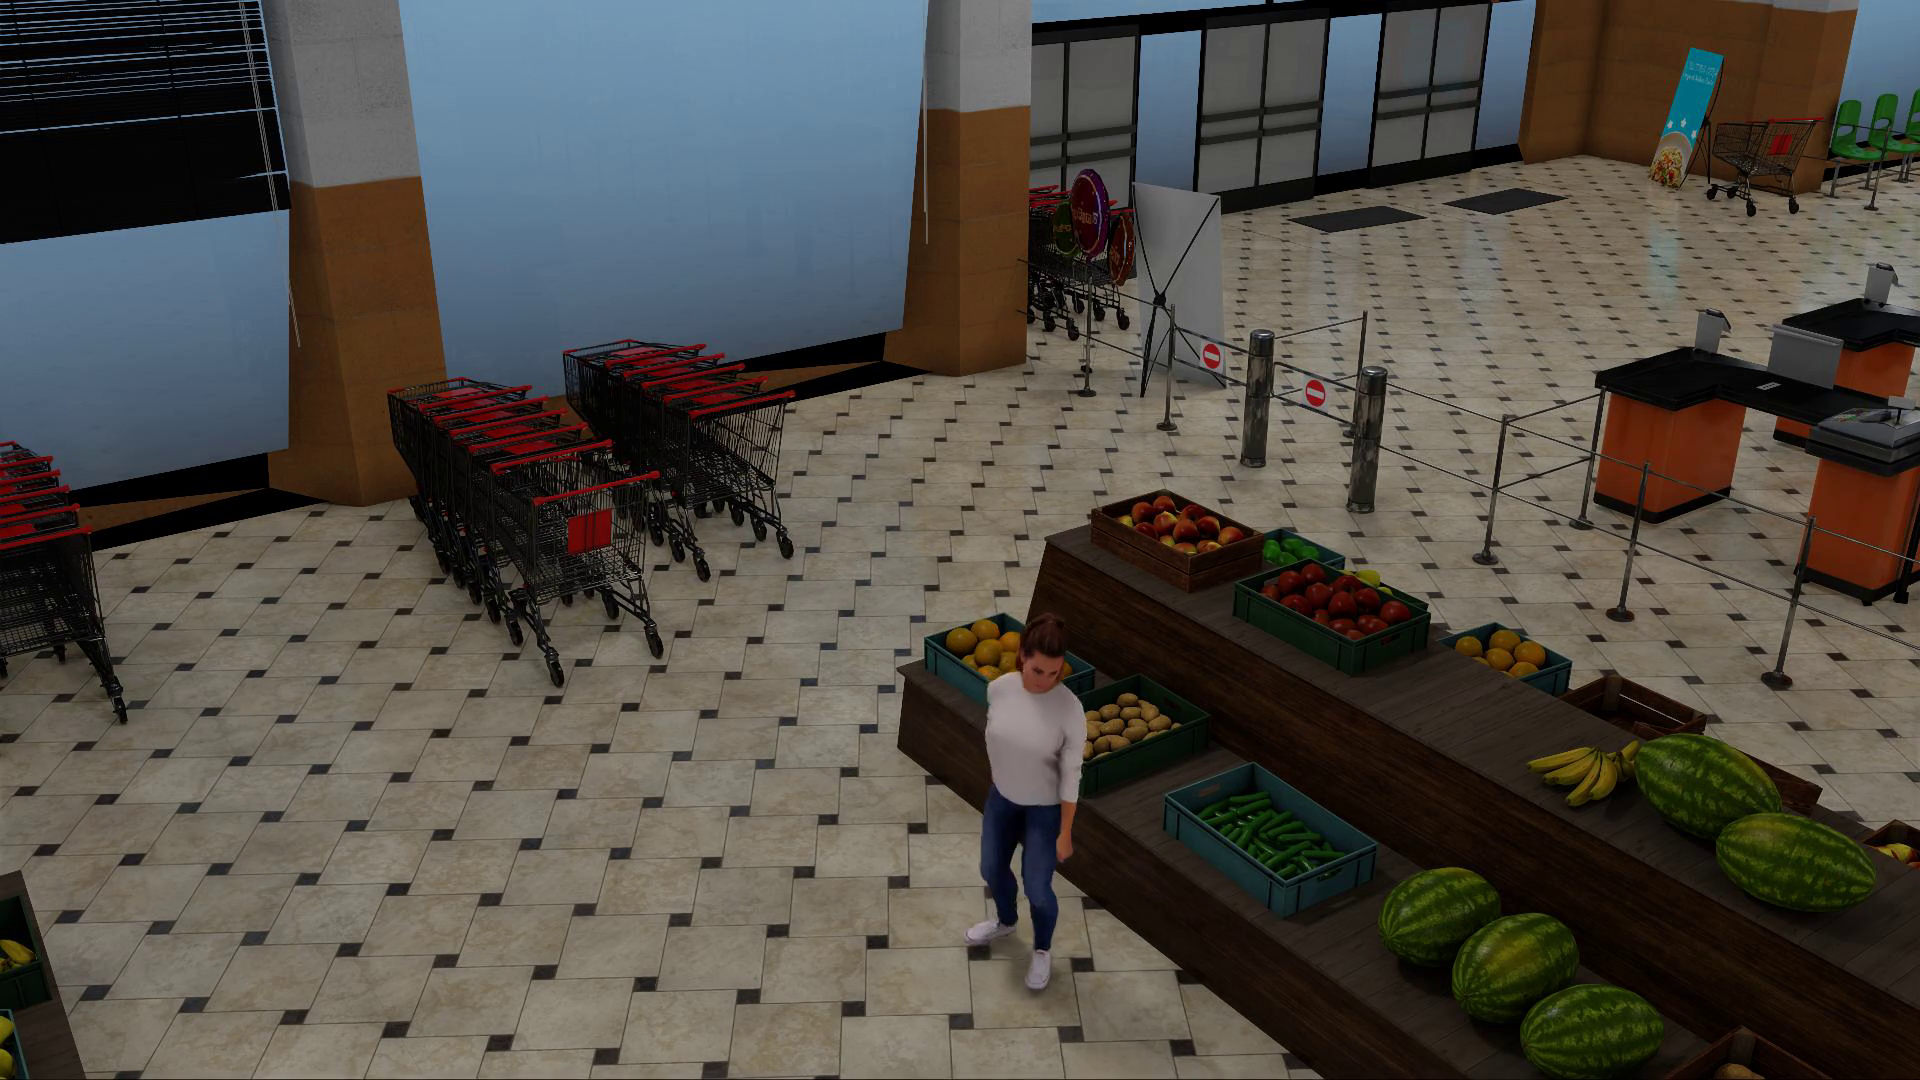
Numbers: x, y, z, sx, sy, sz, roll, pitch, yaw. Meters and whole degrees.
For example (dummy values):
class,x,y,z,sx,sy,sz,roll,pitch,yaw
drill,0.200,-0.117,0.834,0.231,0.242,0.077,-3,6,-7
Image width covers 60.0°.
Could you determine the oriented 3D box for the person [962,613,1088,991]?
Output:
class,x,y,z,sx,sy,sz,roll,pitch,yaw
person,0.282,1.031,6.619,0.888,1.698,0.700,-18,29,-35
